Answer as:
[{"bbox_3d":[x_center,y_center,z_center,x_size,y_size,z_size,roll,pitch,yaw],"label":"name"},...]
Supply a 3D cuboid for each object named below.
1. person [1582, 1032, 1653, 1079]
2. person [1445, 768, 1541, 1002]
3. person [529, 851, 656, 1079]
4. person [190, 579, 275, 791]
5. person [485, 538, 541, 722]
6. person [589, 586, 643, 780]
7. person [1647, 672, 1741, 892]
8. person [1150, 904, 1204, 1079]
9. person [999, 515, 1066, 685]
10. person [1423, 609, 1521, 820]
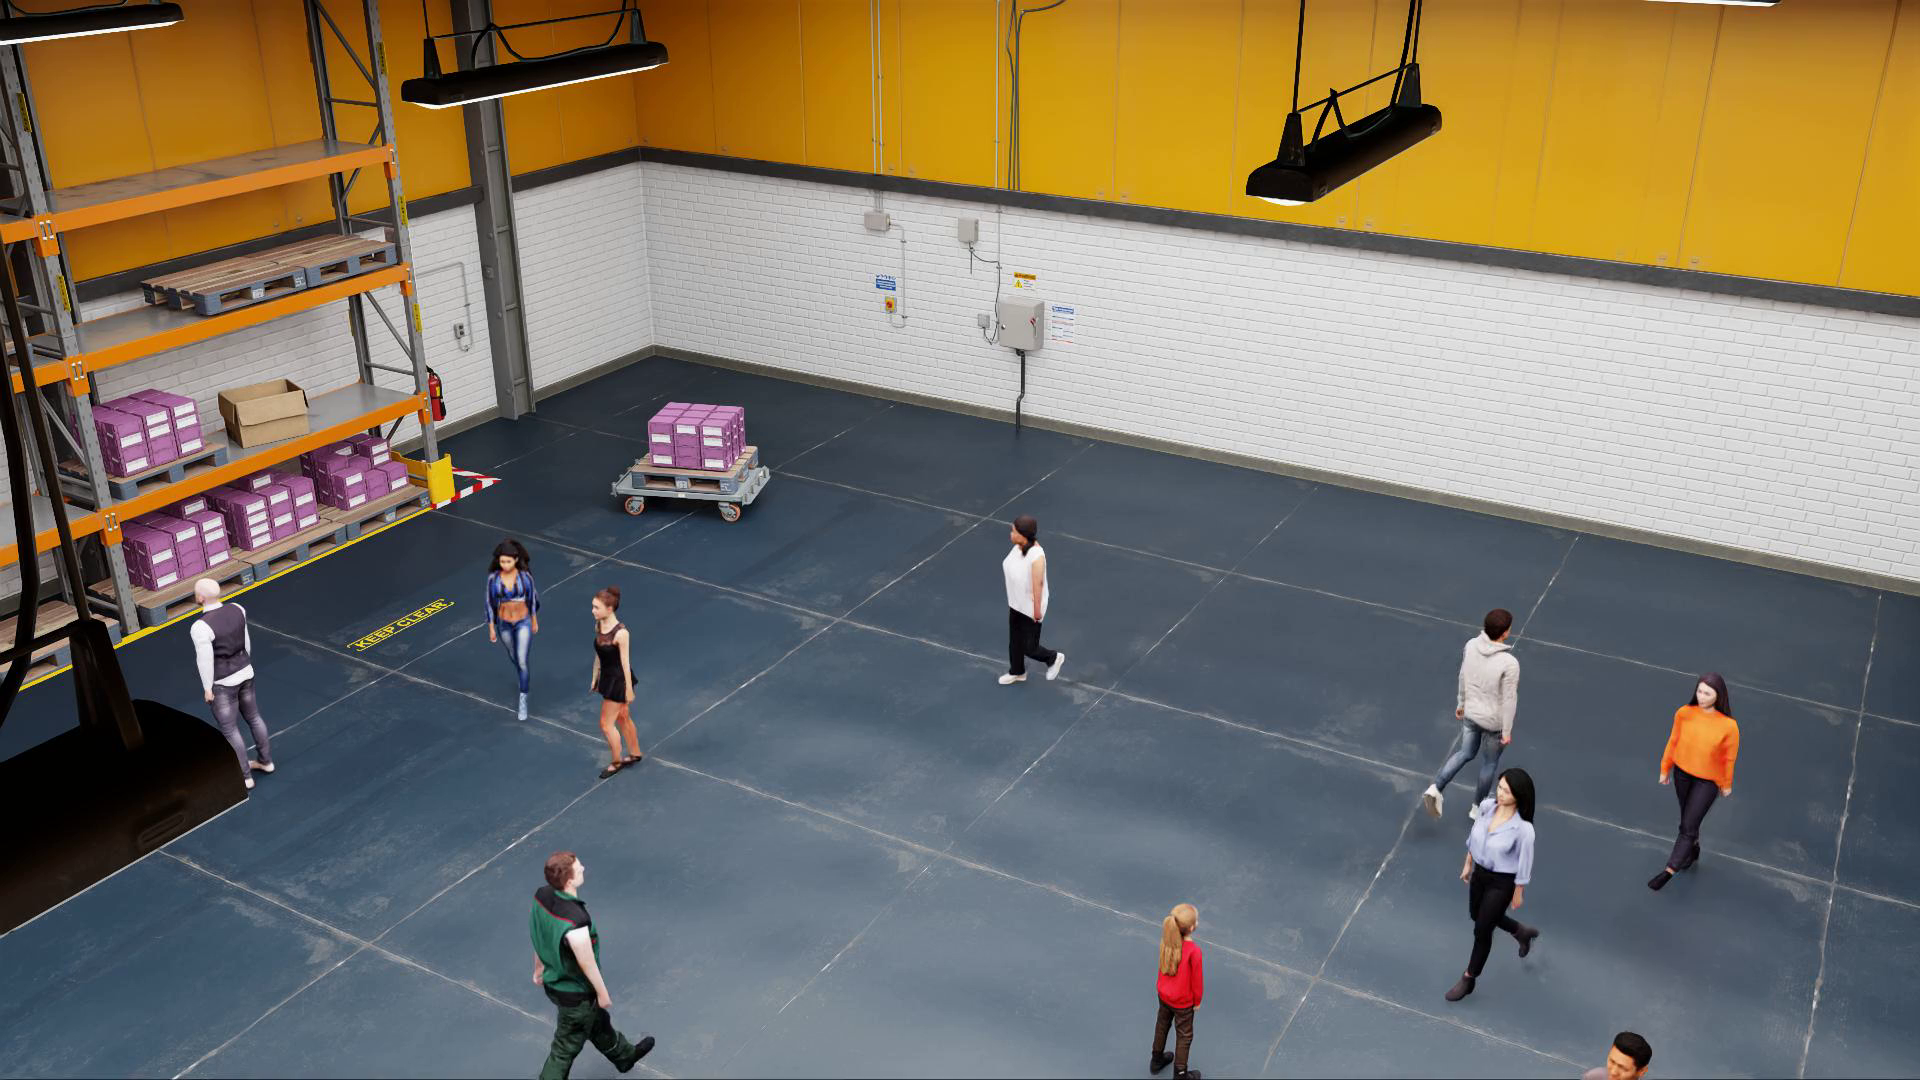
[{"bbox_3d":[3.452,3.292,8.677,1.166,1.730,0.889,14,27,29],"label":"person"},{"bbox_3d":[3.613,2.258,11.048,1.133,1.725,0.999,-11,26,-24],"label":"person"},{"bbox_3d":[-2.382,2.702,9.949,1.237,1.792,0.916,-19,30,-37],"label":"person"},{"bbox_3d":[-5.913,1.146,13.473,0.788,1.820,0.599,7,25,16],"label":"person"},{"bbox_3d":[-3.939,0.733,14.719,0.996,1.580,1.140,-2,24,-6],"label":"person"},{"bbox_3d":[-2.755,1.141,13.681,0.811,1.663,0.725,-18,29,-35],"label":"person"},{"bbox_3d":[5.470,1.737,12.259,1.177,1.709,0.900,-18,29,-35],"label":"person"},{"bbox_3d":[1.352,2.815,10.329,0.570,1.280,0.549,-18,29,-35],"label":"person"},{"bbox_3d":[0.648,0.549,15.019,0.966,1.676,0.906,-6,24,-14],"label":"person"},{"bbox_3d":[3.997,1.395,12.884,1.152,1.836,0.967,-14,27,-29],"label":"person"}]
